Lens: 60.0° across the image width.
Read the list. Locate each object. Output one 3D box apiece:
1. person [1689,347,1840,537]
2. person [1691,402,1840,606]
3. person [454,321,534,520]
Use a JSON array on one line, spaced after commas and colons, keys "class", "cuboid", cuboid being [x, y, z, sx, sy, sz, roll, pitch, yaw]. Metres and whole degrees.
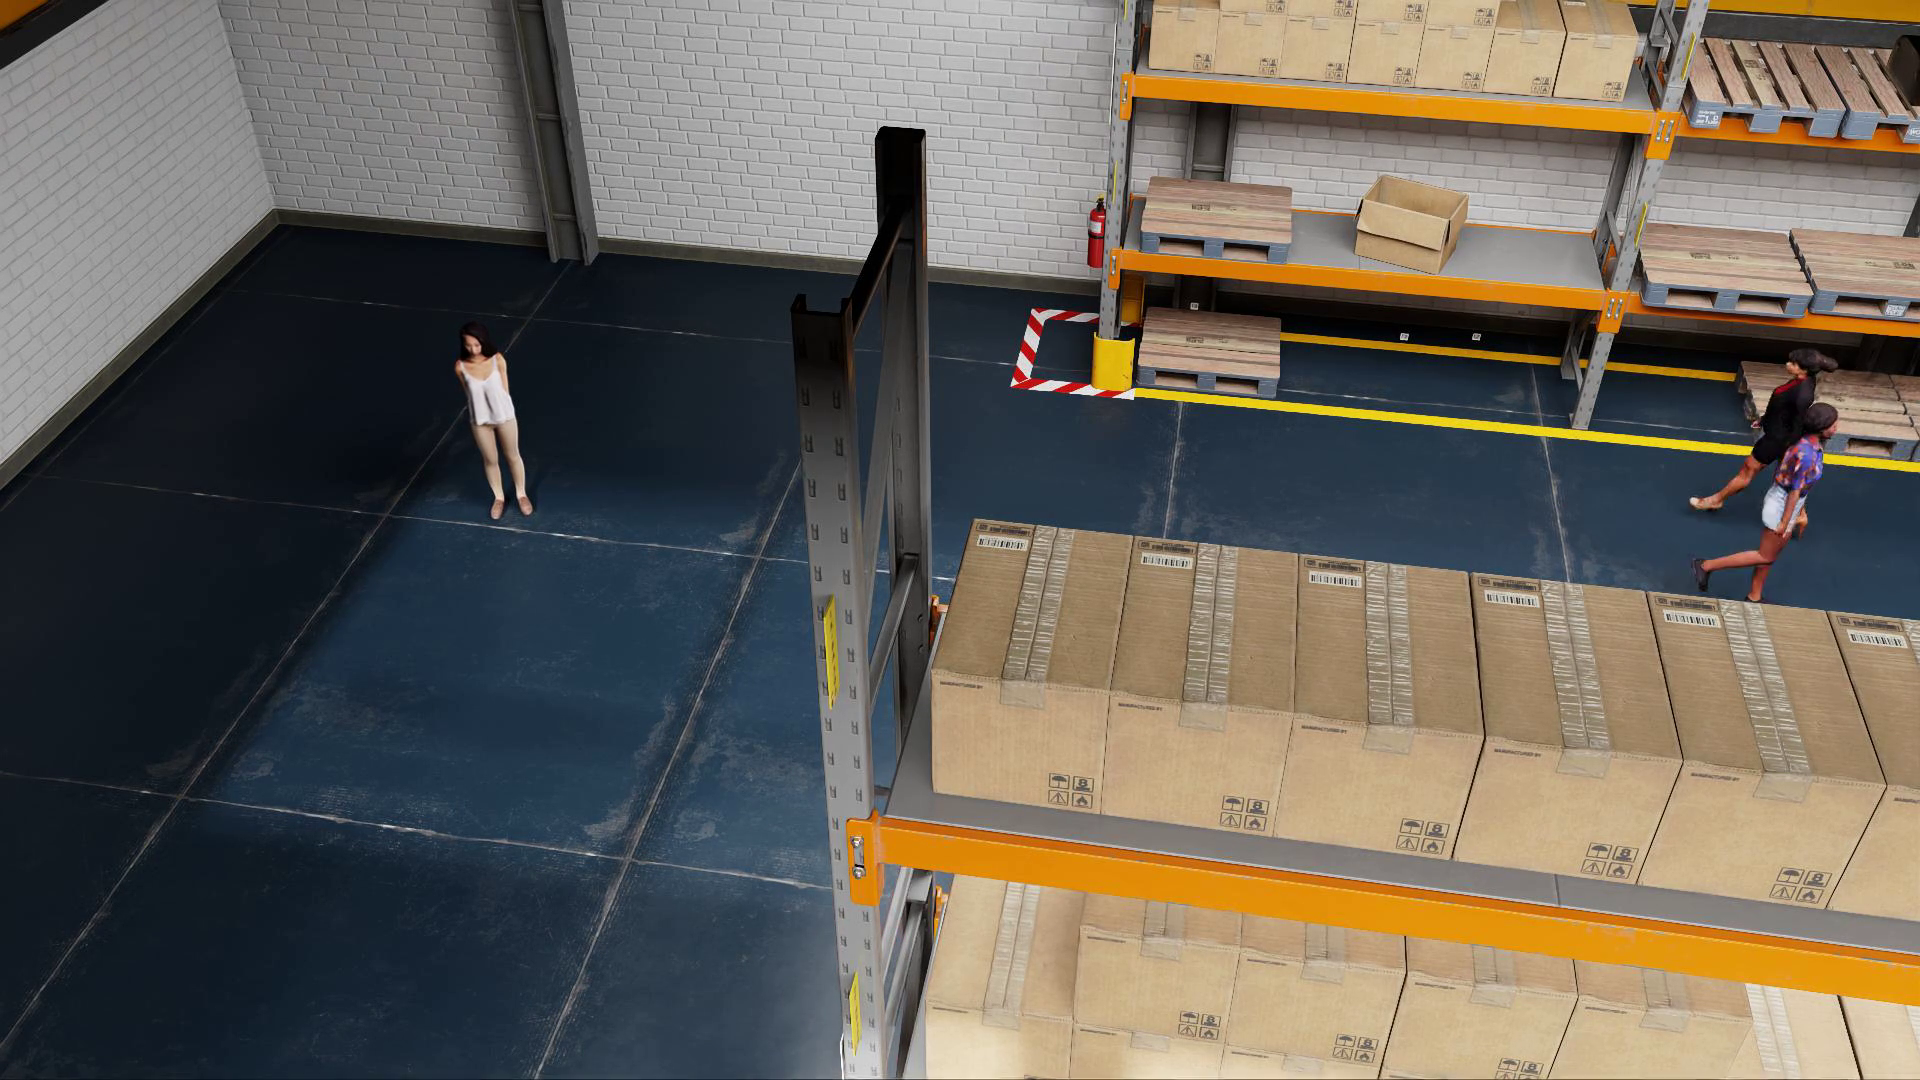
[{"class": "person", "cuboid": [6.158, -0.674, 12.301, 1.134, 1.585, 0.838, 21, 43, 24]}, {"class": "person", "cuboid": [5.645, -0.227, 11.628, 0.935, 1.726, 0.660, 13, 40, 15]}, {"class": "person", "cuboid": [-3.542, -0.941, 12.582, 0.643, 1.651, 0.703, -24, 45, -27]}]
